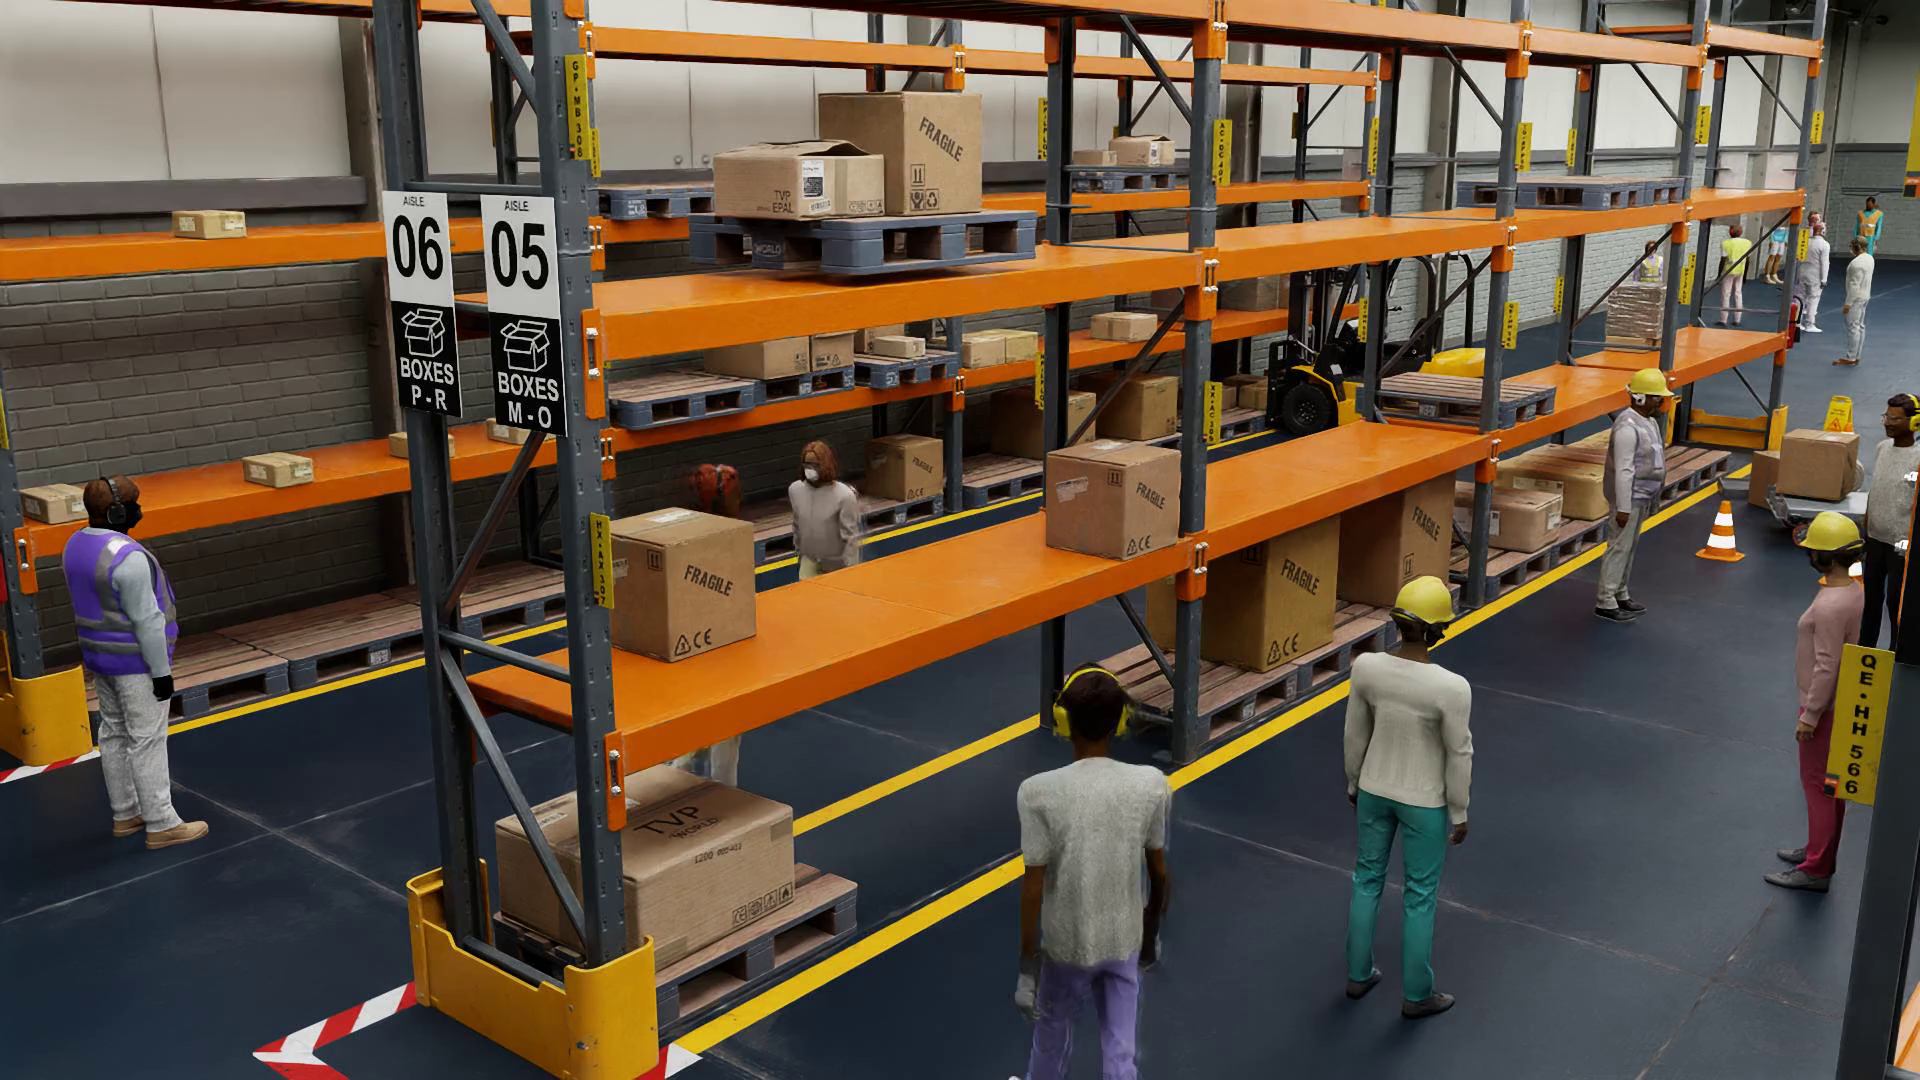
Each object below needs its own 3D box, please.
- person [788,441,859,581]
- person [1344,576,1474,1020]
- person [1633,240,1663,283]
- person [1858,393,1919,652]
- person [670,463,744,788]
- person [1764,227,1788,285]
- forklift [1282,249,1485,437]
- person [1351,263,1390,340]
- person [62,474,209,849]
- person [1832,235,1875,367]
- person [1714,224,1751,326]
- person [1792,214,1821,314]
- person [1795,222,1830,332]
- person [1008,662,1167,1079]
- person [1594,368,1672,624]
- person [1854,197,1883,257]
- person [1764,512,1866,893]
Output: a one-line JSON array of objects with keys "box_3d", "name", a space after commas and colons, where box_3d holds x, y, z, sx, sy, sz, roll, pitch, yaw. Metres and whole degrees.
[{"box_3d": [-0.826, 0.135, 10.465, 0.507, 1.582, 0.895, 6, 15, 24], "name": "person"}, {"box_3d": [1.764, 1.002, 6.555, 0.531, 1.767, 0.328, 13, 19, 43], "name": "person"}, {"box_3d": [11.706, -4.283, 28.342, 0.523, 1.636, 0.310, -2, 14, -6], "name": "person"}, {"box_3d": [5.795, 0.011, 10.375, 0.330, 1.874, 0.518, -3, 14, -11], "name": "person"}, {"box_3d": [-1.226, 0.537, 8.236, 0.465, 1.866, 0.599, -7, 15, -25], "name": "person"}, {"box_3d": [18.730, -6.856, 38.002, 0.605, 2.033, 0.401, -7, 15, -27], "name": "person"}, {"box_3d": [4.886, -2.214, 18.767, 2.313, 2.155, 1.214, 11, 18, 38], "name": "forklift"}, {"box_3d": [5.395, -2.823, 21.931, 0.521, 1.865, 0.328, 2, 14, 7], "name": "person"}, {"box_3d": [-4.022, 0.589, 8.084, 0.627, 1.844, 0.429, 9, 17, 34], "name": "person"}, {"box_3d": [13.315, -3.547, 24.736, 0.371, 1.934, 0.627, 13, 19, 43], "name": "person"}, {"box_3d": [13.873, -4.757, 29.844, 0.570, 1.840, 0.373, -2, 14, -7], "name": "person"}, {"box_3d": [16.272, -5.279, 31.865, 0.400, 1.899, 0.648, -3, 14, -12], "name": "person"}, {"box_3d": [14.896, -4.583, 29.037, 0.395, 1.899, 0.641, -4, 14, -18], "name": "person"}, {"box_3d": [0.401, 1.270, 5.341, 0.540, 1.821, 0.944, -3, 14, -11], "name": "person"}, {"box_3d": [4.780, -0.315, 11.813, 0.404, 1.825, 0.594, 9, 17, 34], "name": "person"}, {"box_3d": [21.745, -7.257, 39.880, 0.390, 1.914, 0.587, -11, 18, -38], "name": "person"}, {"box_3d": [3.936, 0.740, 7.628, 0.326, 1.765, 0.529, 10, 17, 36], "name": "person"}]
